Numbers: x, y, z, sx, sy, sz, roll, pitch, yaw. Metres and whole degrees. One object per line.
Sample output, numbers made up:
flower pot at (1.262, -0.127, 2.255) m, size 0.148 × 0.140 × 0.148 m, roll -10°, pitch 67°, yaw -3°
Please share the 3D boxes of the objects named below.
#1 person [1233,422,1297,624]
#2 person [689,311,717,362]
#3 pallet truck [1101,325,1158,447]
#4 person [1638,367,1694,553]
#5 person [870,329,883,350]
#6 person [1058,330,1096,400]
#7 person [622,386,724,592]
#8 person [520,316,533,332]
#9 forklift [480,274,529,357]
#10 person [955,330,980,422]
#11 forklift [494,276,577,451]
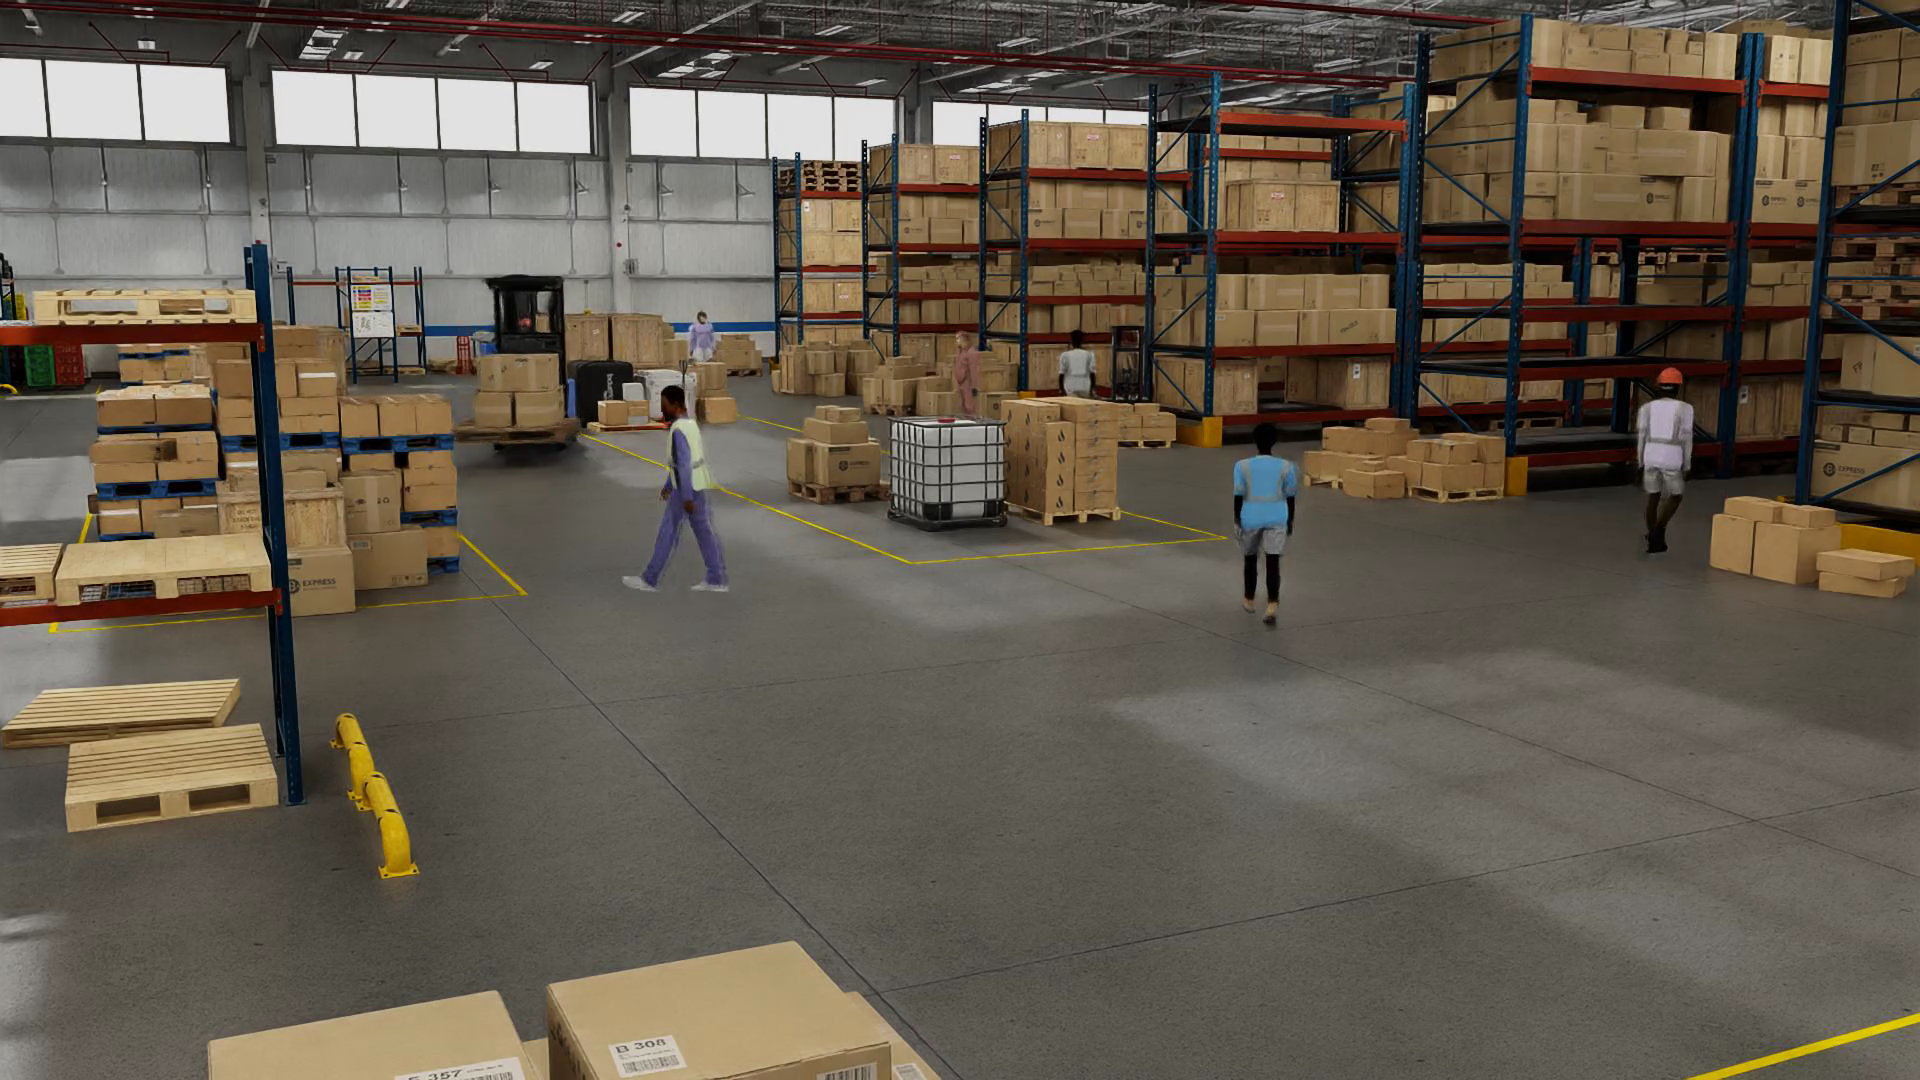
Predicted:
person at (2.529, -0.151, 13.806) m, size 0.539 × 1.658 × 0.861 m, roll 1°, pitch 9°, yaw 3°
person at (-6.422, -4.774, 41.694) m, size 0.644 × 1.915 × 0.674 m, roll -6°, pitch 11°, yaw -34°
pallet truck at (2.881, -2.596, 27.923) m, size 0.823 × 1.965 × 1.885 m, roll -1°, pitch 9°, yaw -7°
person at (7.234, -0.808, 17.061) m, size 0.414 × 1.922 × 0.575 m, roll -9°, pitch 13°, yaw -43°
person at (-2.072, -4.809, 42.769) m, size 0.510 × 1.639 × 0.308 m, roll 0°, pitch 9°, yaw 2°
person at (1.931, -2.517, 27.649) m, size 0.616 × 1.914 × 1.001 m, roll -1°, pitch 9°, yaw -4°
person at (-2.594, -0.447, 14.982) m, size 0.973 × 1.867 × 0.589 m, roll 1°, pitch 9°, yaw 6°
person at (-8.985, -3.642, 34.471) m, size 0.653 × 1.974 × 0.441 m, roll 2°, pitch 9°, yaw 11°
forklift at (-11.253, -5.376, 42.442) m, size 1.873 × 2.768 × 1.129 m, roll -4°, pitch 10°, yaw -25°
person at (0.128, -2.676, 28.783) m, size 0.424 × 1.895 × 0.688 m, roll -4°, pitch 10°, yaw -21°
forklift at (-6.976, -2.932, 27.280) m, size 1.129 × 2.768 × 1.873 m, roll -1°, pitch 9°, yaw -6°
